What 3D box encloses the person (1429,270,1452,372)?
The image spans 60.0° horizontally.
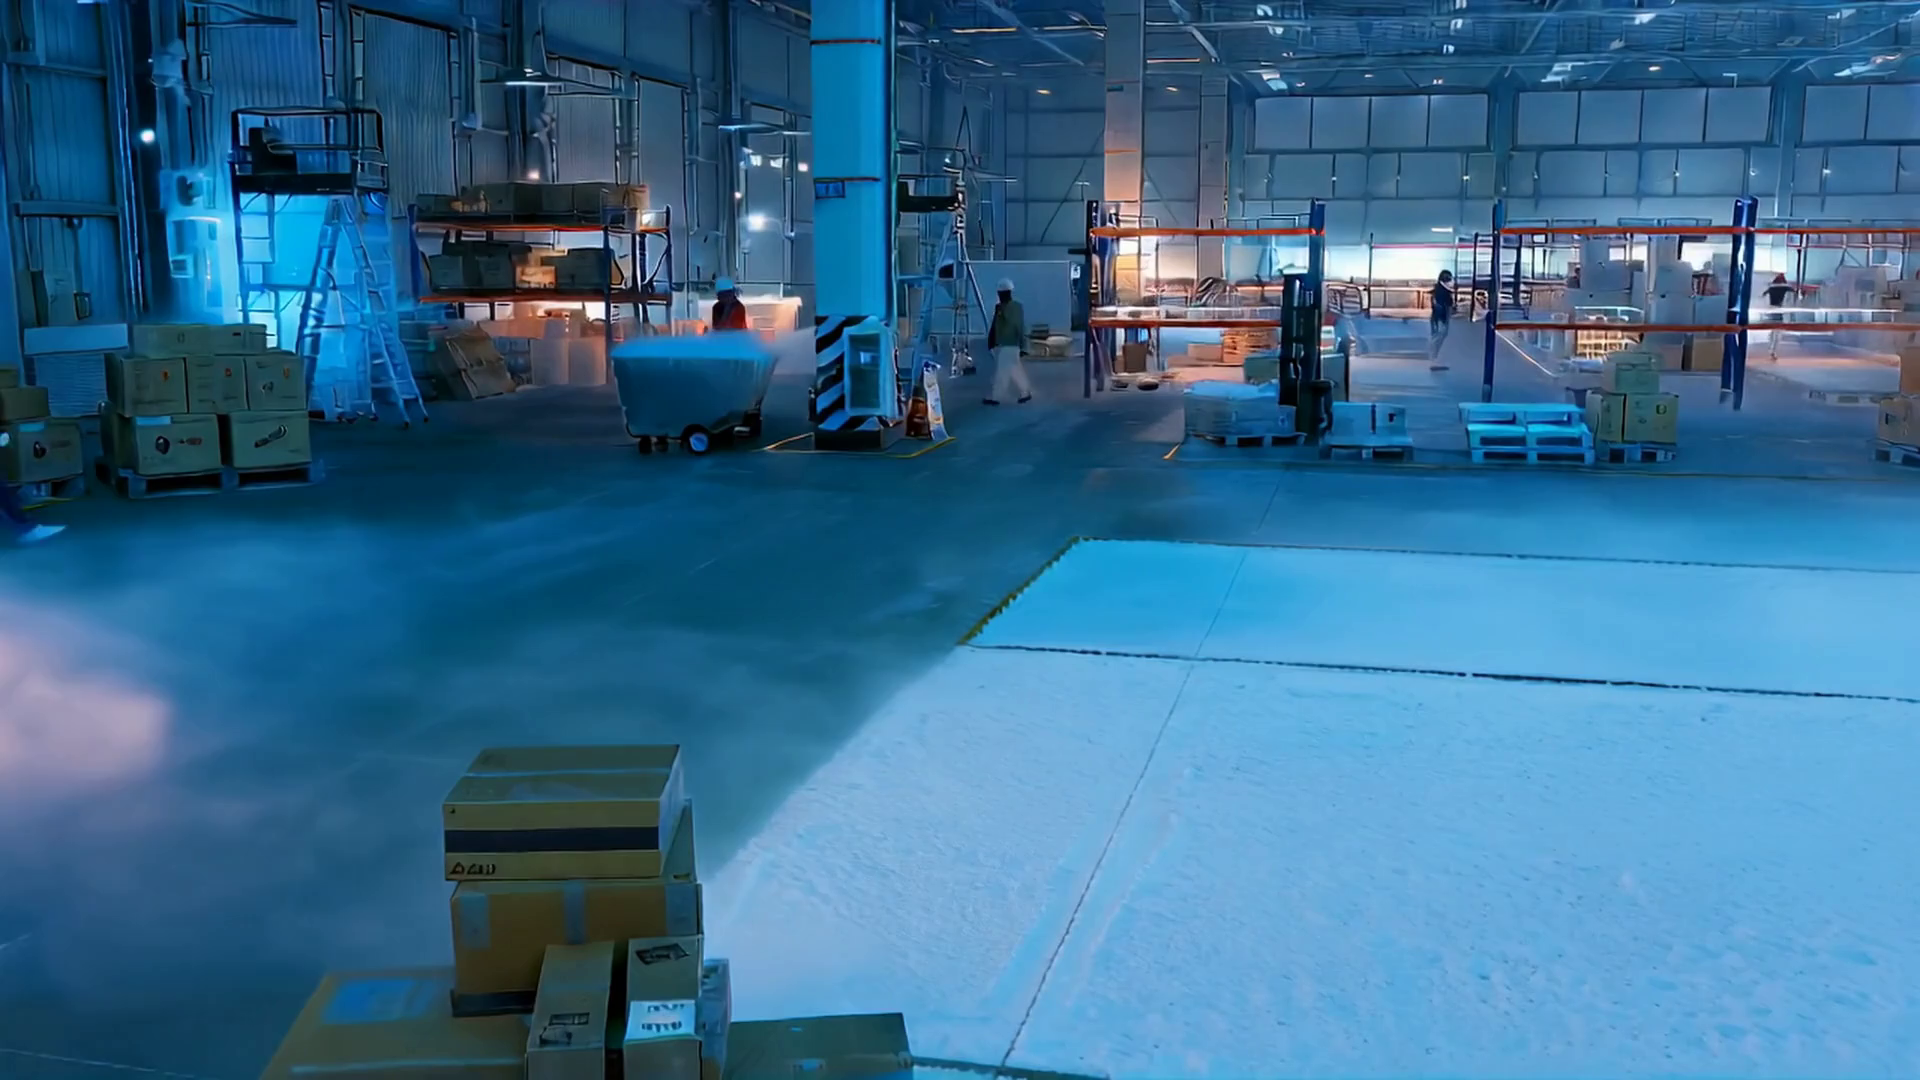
[{"bbox_3d":[9.231,-4.196,31.890,0.375,1.936,0.628,6,12,33],"label":"person"}]

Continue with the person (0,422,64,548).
[{"bbox_3d":[-7.317,-0.836,12.322,1.064,1.859,0.599,-3,10,-17],"label":"person"}]

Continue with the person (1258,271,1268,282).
[{"bbox_3d":[10.877,-8.757,59.447,0.539,1.696,0.317,-6,11,-30],"label":"person"}]

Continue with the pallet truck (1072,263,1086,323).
[{"bbox_3d":[4.325,-8.180,55.162,0.823,1.965,1.885,6,11,31],"label":"pallet truck"}]

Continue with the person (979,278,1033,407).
[{"bbox_3d":[0.708,-2.904,24.476,1.008,1.877,0.592,-5,11,-29],"label":"person"}]

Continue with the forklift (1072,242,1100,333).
[{"bbox_3d":[4.155,-7.286,47.305,1.873,2.768,1.129,2,10,14],"label":"forklift"}]

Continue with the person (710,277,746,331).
[{"bbox_3d":[-3.121,-2.544,22.212,0.563,1.924,0.406,9,13,41],"label":"person"}]

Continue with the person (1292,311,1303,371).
[{"bbox_3d":[6.615,-4.099,31.917,0.335,1.735,0.484,6,11,32],"label":"person"}]

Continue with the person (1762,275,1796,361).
[{"bbox_3d":[17.320,-4.704,35.236,0.619,1.815,0.867,9,13,43],"label":"person"}]

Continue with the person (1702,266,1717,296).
[{"bbox_3d":[22.869,-7.402,50.802,0.386,1.930,0.627,2,10,10],"label":"person"}]

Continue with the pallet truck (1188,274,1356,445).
[{"bbox_3d":[3.653,-2.138,19.590,1.885,1.965,0.823,-4,10,-20],"label":"pallet truck"}]
